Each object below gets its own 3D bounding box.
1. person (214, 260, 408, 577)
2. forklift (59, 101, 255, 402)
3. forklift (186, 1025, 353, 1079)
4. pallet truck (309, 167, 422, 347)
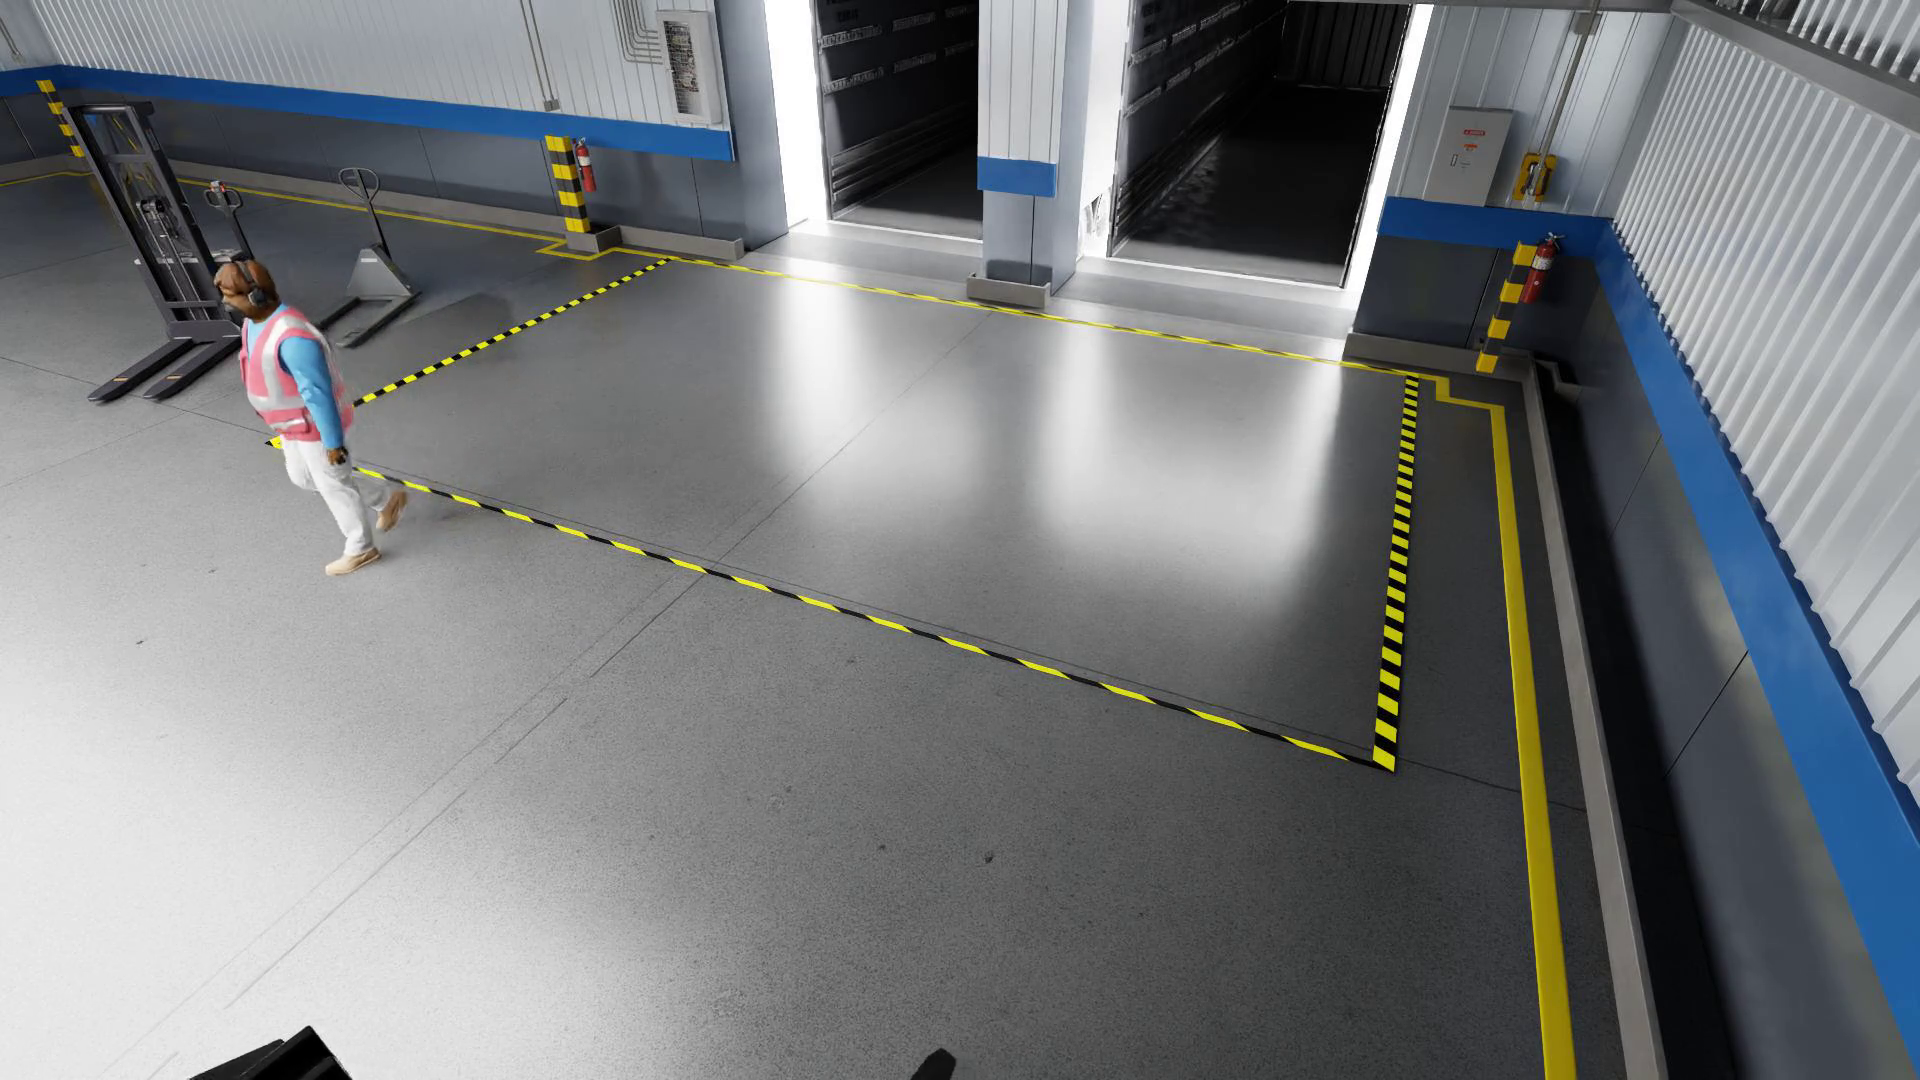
[{"bbox_3d":[-3.571,-0.659,5.107,0.639,1.829,0.591,28,43,34],"label":"person"},{"bbox_3d":[-6.686,-2.387,7.434,0.823,1.965,1.885,-3,35,-5],"label":"forklift"},{"bbox_3d":[-1.243,2.067,0.753,1.157,2.036,2.680,23,41,30],"label":"forklift"},{"bbox_3d":[-5.732,-2.611,8.414,0.680,1.201,1.601,-1,35,-1],"label":"pallet truck"}]
